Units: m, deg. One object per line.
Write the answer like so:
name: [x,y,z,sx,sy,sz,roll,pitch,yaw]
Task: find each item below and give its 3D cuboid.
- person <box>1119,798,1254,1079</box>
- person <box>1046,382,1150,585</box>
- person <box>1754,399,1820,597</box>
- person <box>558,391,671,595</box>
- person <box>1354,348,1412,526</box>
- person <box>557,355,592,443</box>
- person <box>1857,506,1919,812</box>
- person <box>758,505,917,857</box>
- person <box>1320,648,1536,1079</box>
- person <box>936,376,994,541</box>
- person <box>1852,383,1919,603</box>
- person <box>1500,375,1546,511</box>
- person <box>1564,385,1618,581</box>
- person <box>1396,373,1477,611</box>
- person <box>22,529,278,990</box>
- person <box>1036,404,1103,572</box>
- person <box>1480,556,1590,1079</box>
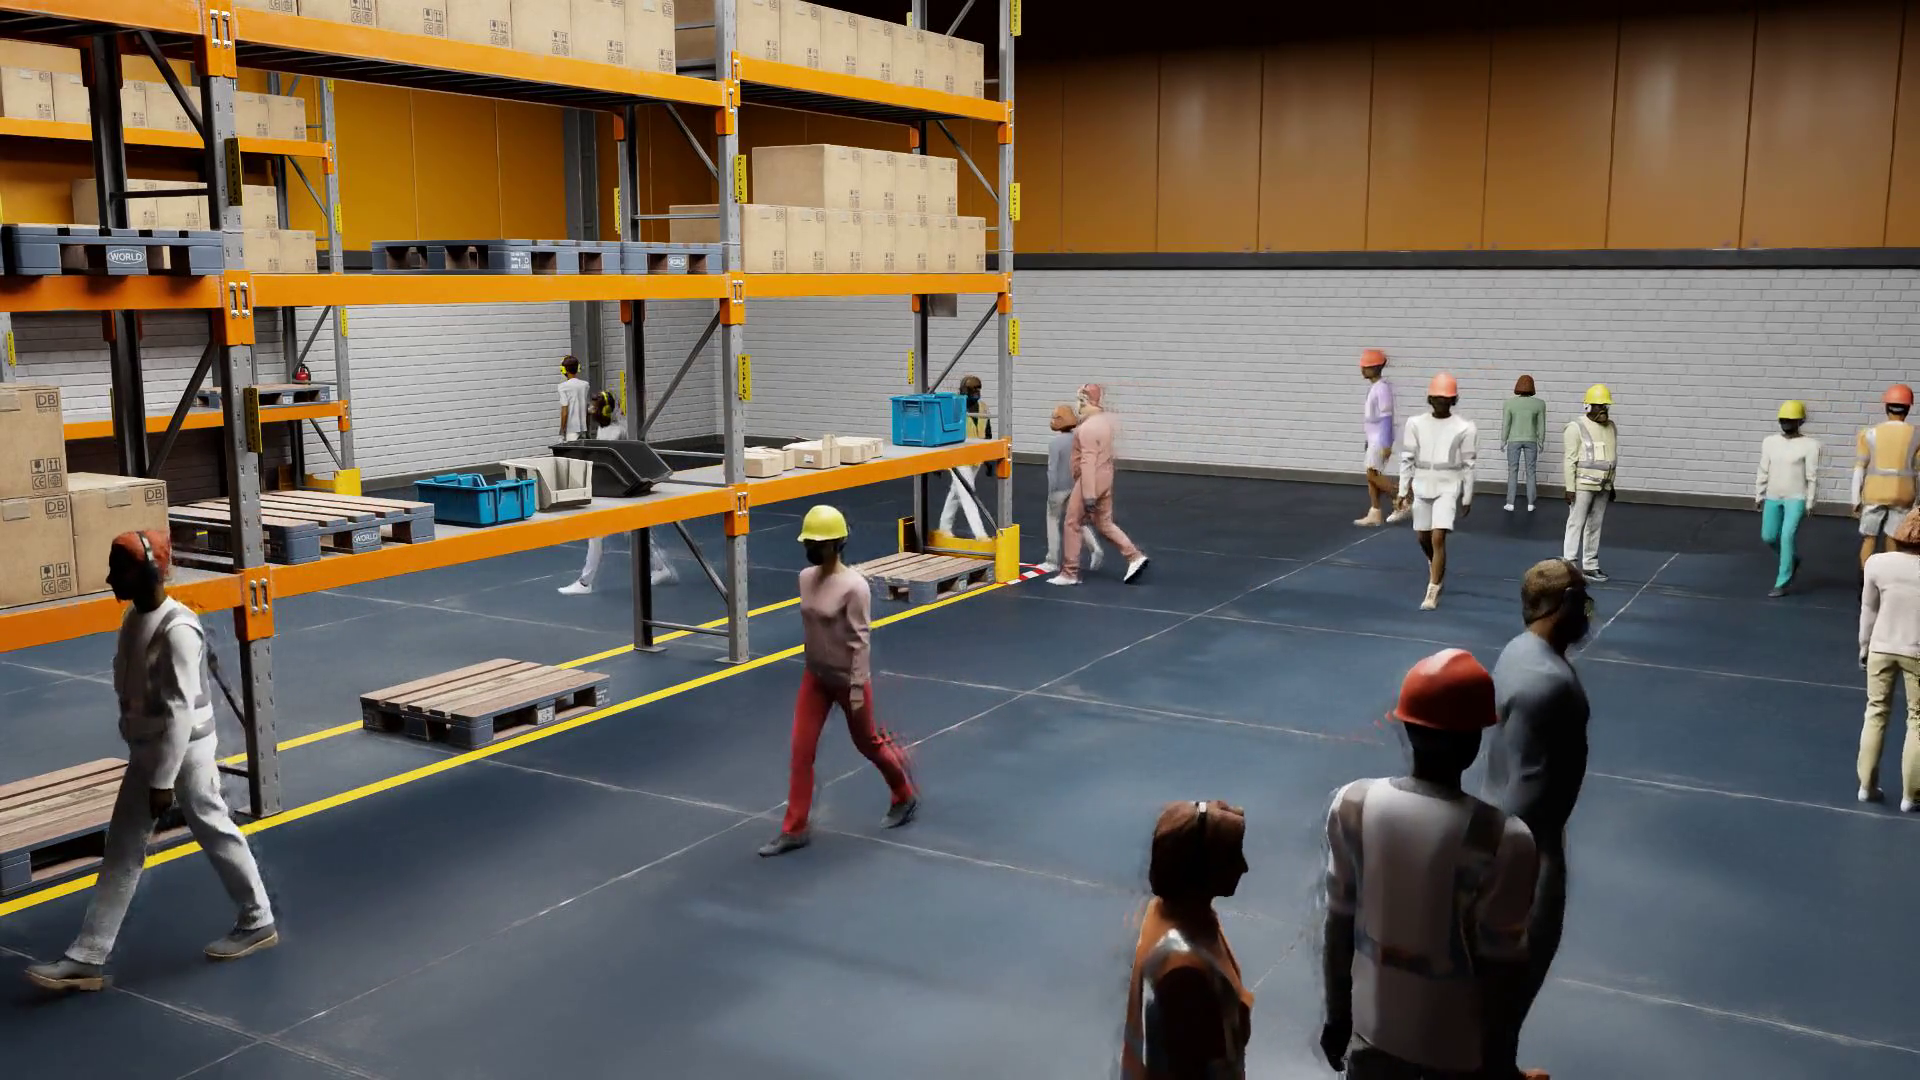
person: [0.499,1.400,3.983,0.632,1.622,0.537,1,9,6]
person: [1.281,-0.498,15.114,0.872,1.872,0.667,4,10,24]
person: [7.347,-0.378,14.718,0.610,1.751,0.527,-6,11,-34]
person: [-3.068,-0.429,14.828,1.023,1.820,0.495,-3,10,-20]
person: [4.685,-1.132,18.557,0.597,2.018,0.658,0,9,3]
person: [-4.640,-1.283,19.989,0.315,1.862,0.526,6,11,31]
person: [5.027,0.625,8.828,0.286,1.624,0.497,-8,12,-40]
person: [-0.575,0.665,8.276,0.534,1.722,0.920,8,12,43]
person: [1.122,1.230,4.176,0.548,1.917,0.817,8,12,41]
person: [0.058,-0.834,17.446,0.636,1.783,1.016,-8,12,-42]
person: [7.870,-0.360,14.074,0.566,1.917,0.523,6,11,35]
person: [6.733,-1.157,19.910,0.507,1.632,0.265,2,9,11]
person: [5.805,-0.514,15.275,0.599,1.830,0.404,-4,10,-26]
person: [4.120,-0.442,14.304,0.610,2.011,0.949,6,11,33]
person: [-3.219,0.872,6.631,0.603,1.829,0.971,8,12,42]
person: [1.029,-0.478,15.700,0.507,1.612,0.681,-8,12,-42]
person: [1.890,1.018,5.544,0.346,1.908,0.773,3,10,19]
